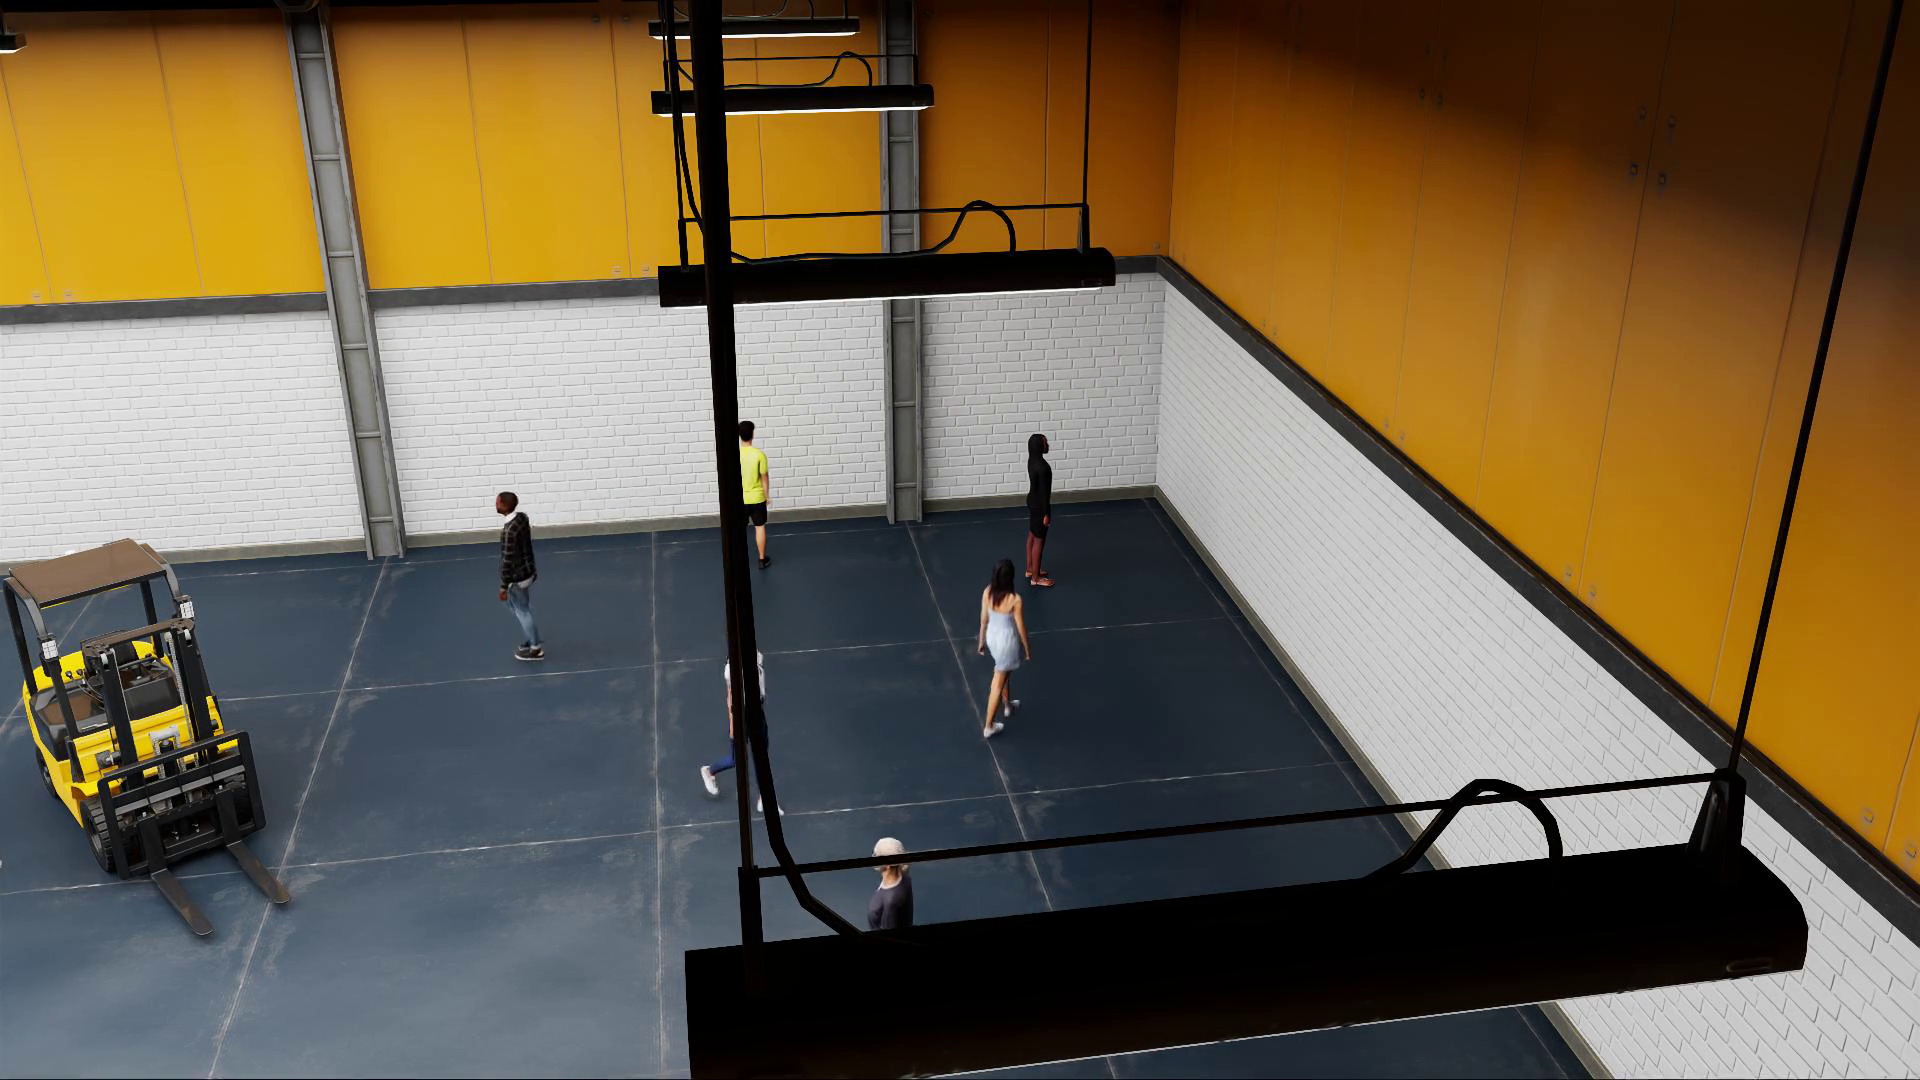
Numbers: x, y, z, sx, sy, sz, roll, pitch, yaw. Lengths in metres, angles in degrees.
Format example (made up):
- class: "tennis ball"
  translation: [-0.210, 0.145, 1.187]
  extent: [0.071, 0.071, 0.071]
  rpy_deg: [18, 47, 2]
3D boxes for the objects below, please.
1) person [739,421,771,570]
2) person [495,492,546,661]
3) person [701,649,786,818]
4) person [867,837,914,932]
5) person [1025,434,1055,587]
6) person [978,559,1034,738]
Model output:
- class: "person"
  translation: [-2.345, -0.498, 18.477]
  extent: [0.534, 1.705, 0.719]
  rpy_deg: [1, 24, 3]
- class: "person"
  translation: [-4.247, 0.364, 16.375]
  extent: [0.734, 1.808, 0.776]
  rpy_deg: [2, 24, 5]
- class: "person"
  translation: [-1.856, 1.483, 13.887]
  extent: [1.105, 1.752, 1.021]
  rpy_deg: [14, 27, 29]
- class: "person"
  translation: [-0.371, 2.722, 11.094]
  extent: [0.660, 1.719, 0.690]
  rpy_deg: [2, 24, 4]
- class: "person"
  translation: [0.866, -0.348, 18.114]
  extent: [0.483, 1.721, 0.607]
  rpy_deg: [-4, 24, -9]
- class: "person"
  translation: [0.322, 1.002, 15.040]
  extent: [0.919, 1.708, 0.984]
  rpy_deg: [16, 28, 33]
